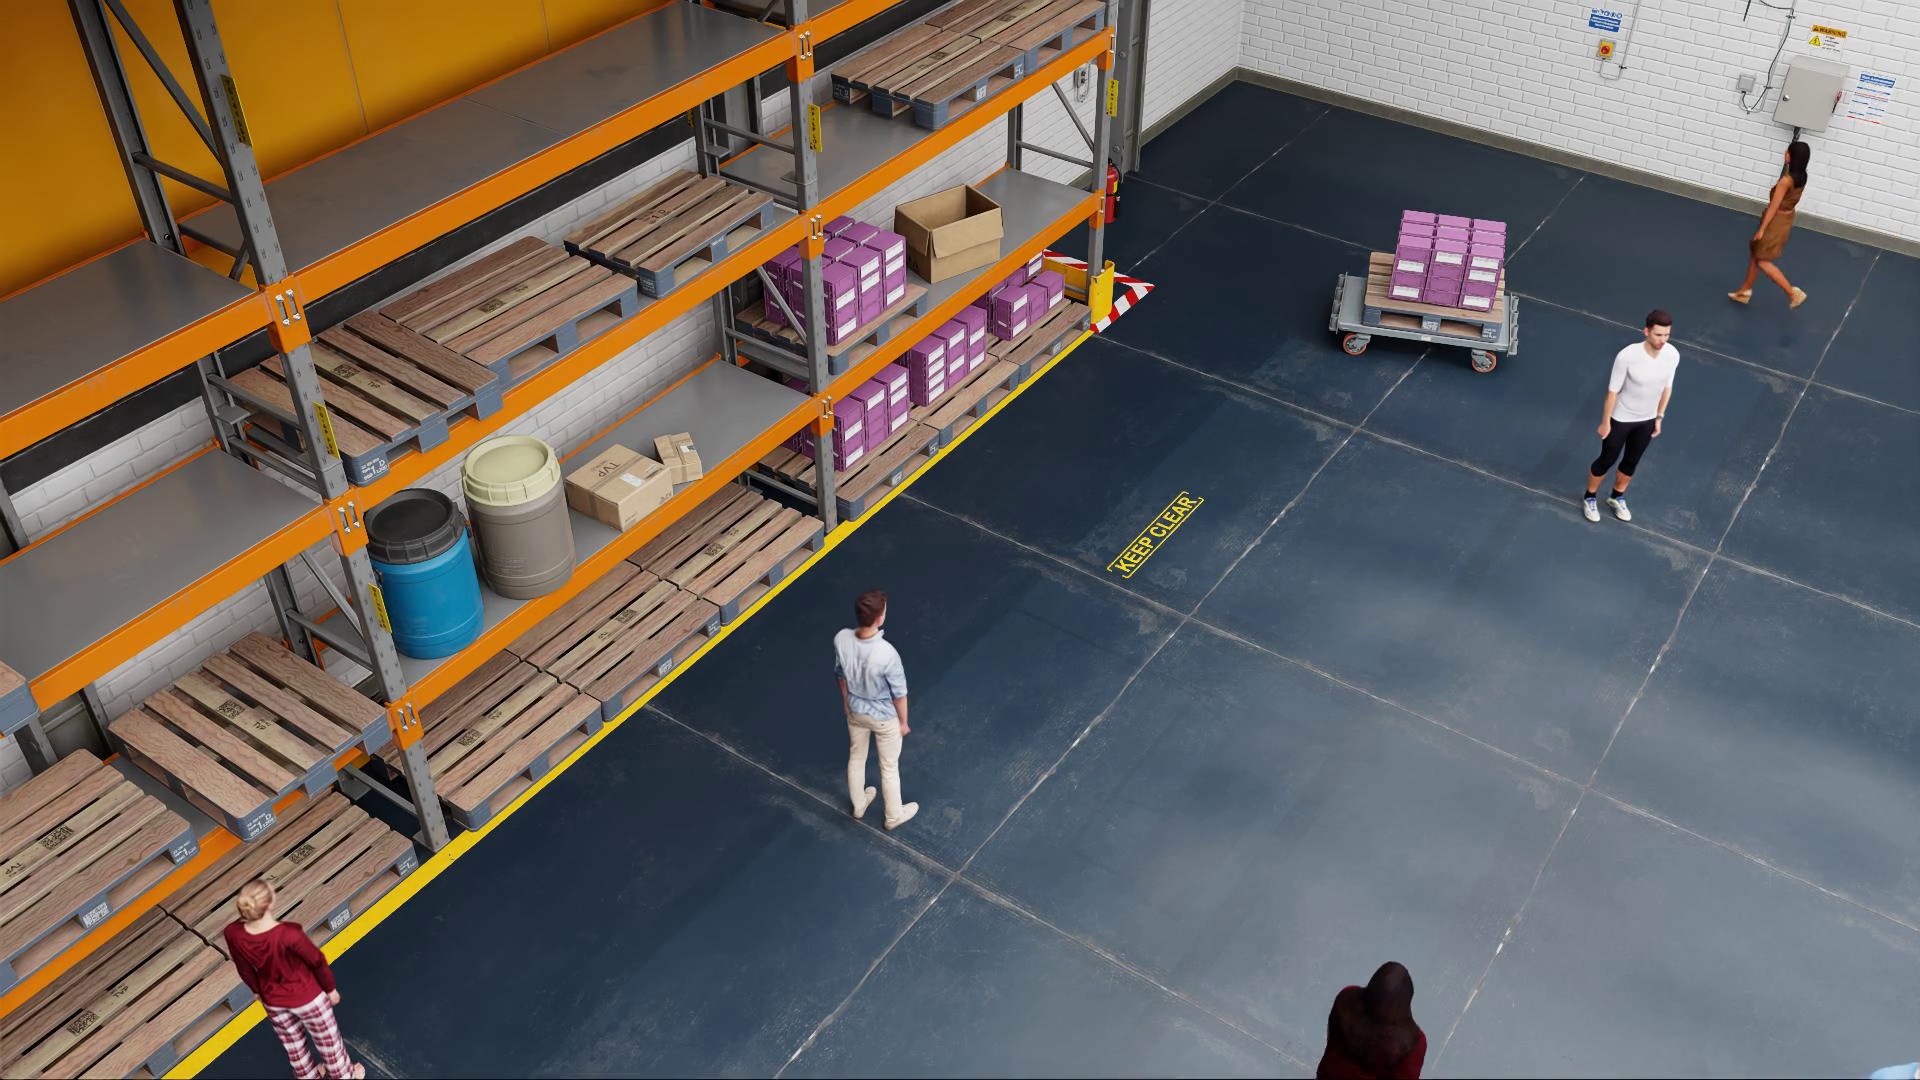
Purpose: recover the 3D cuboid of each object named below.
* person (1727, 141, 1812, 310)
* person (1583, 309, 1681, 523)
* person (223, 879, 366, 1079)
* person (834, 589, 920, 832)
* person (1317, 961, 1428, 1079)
[{"bbox_3d":[7.561,-2.827,15.292,0.681,1.669,0.876,29,47,31],"label":"person"},{"bbox_3d":[5.182,-0.969,12.821,0.738,1.848,0.792,-5,39,-7],"label":"person"},{"bbox_3d":[-3.519,2.369,8.763,0.677,1.697,0.674,2,39,3],"label":"person"},{"bbox_3d":[-0.539,1.057,10.285,0.663,1.847,0.570,20,43,23],"label":"person"},{"bbox_3d":[1.950,2.763,8.249,0.735,1.723,1.098,28,46,31],"label":"person"}]
